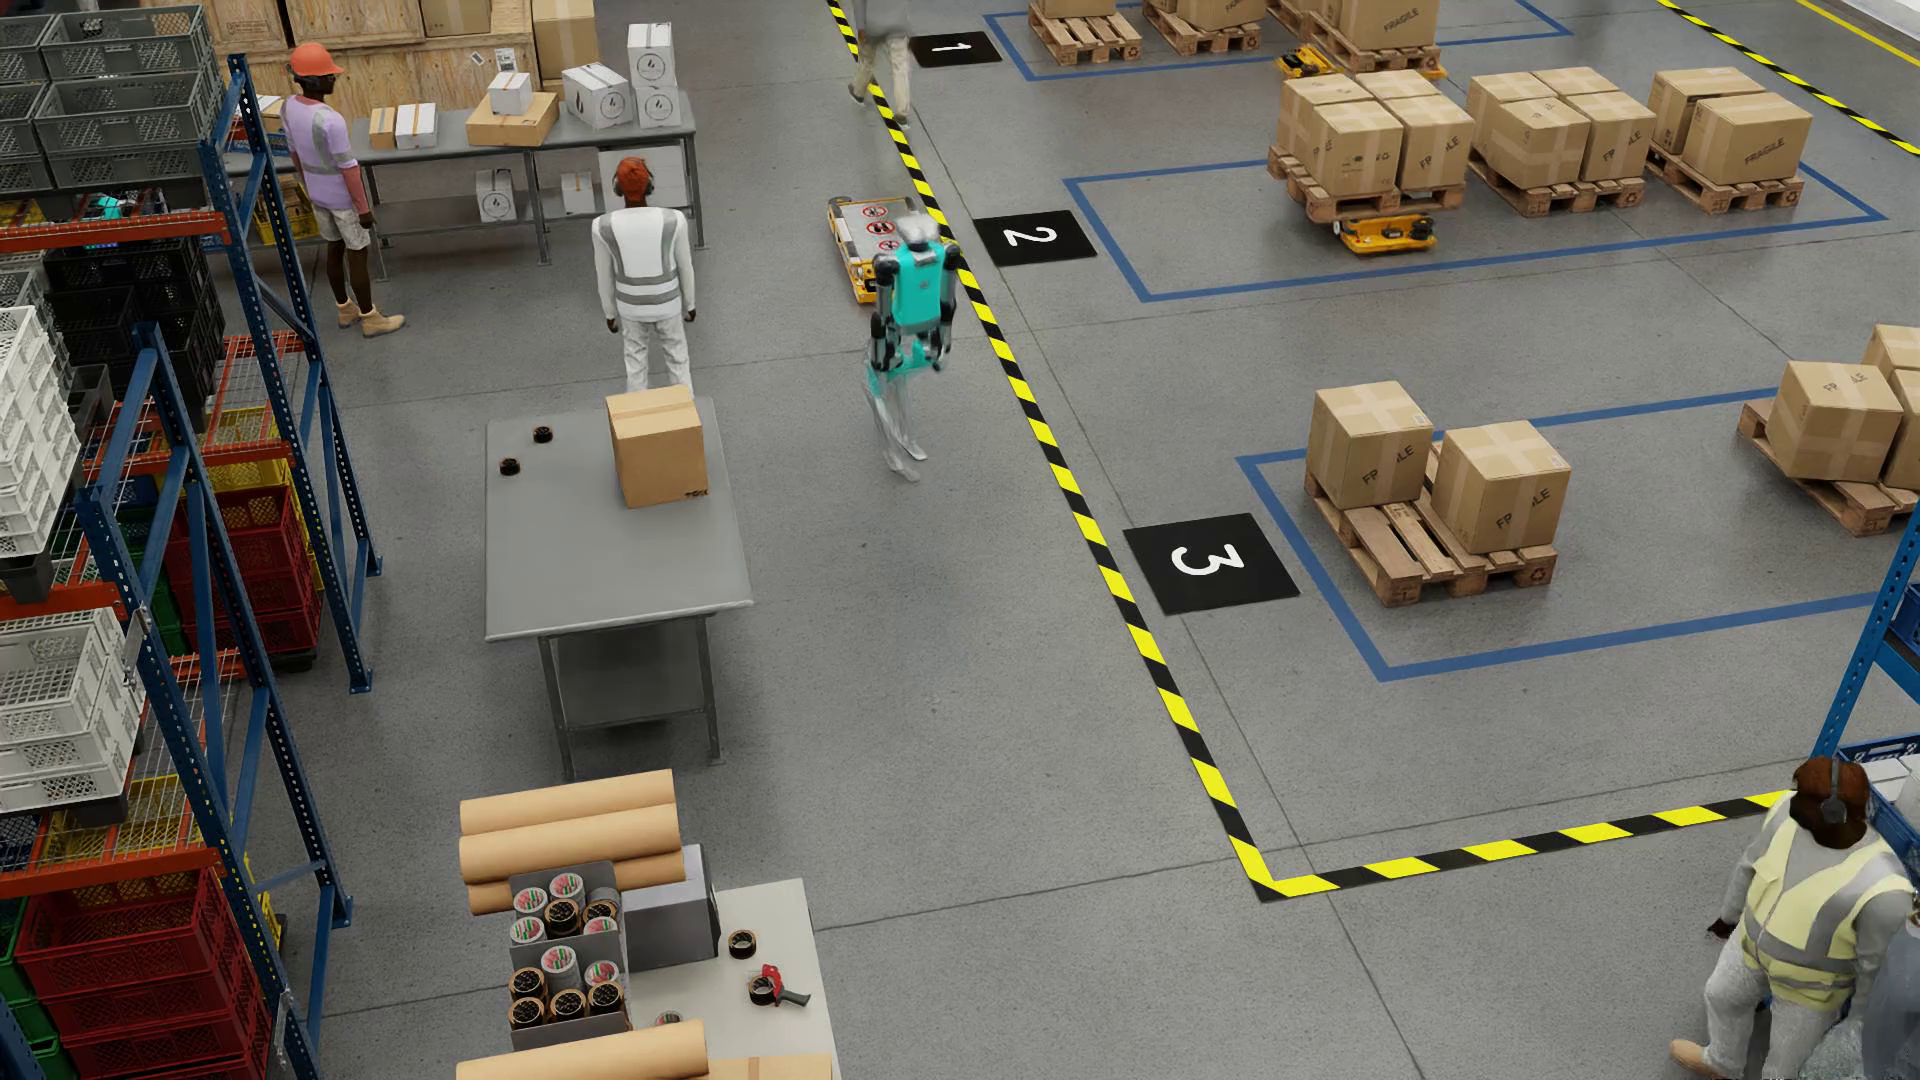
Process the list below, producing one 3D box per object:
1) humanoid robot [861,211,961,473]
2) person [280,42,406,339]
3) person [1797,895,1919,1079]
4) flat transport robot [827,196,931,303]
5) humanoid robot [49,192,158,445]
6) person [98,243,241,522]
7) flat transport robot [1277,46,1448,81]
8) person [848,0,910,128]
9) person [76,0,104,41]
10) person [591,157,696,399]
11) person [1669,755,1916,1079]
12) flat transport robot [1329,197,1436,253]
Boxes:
[{"bbox_3d":[-0.369,-1.242,9.889,0.534,1.687,0.736,-18,40,-22],"label":"humanoid robot"},{"bbox_3d":[-4.186,-2.343,11.220,0.613,2.038,0.383,24,43,29],"label":"person"},{"bbox_3d":[3.212,1.812,5.746,0.459,1.914,0.635,14,39,17],"label":"person"},{"bbox_3d":[-0.570,-2.220,12.538,0.659,0.231,1.431,-8,37,-10],"label":"flat transport robot"},{"bbox_3d":[-5.083,-1.312,10.000,0.530,1.694,0.737,-5,37,-6],"label":"humanoid robot"},{"bbox_3d":[-4.359,-0.804,9.236,0.399,1.938,0.603,-21,42,-26],"label":"person"},{"bbox_3d":[3.763,-4.466,15.533,1.431,0.197,0.652,-8,37,-10],"label":"flat transport robot"},{"bbox_3d":[-0.696,-4.504,14.389,0.574,1.719,0.925,-15,39,-19],"label":"person"},{"bbox_3d":[-8.623,-5.732,15.956,0.404,1.822,0.587,-11,38,-14],"label":"person"},{"bbox_3d":[-1.892,-1.416,10.118,0.572,1.876,0.366,-3,37,-4],"label":"person"},{"bbox_3d":[3.078,1.569,6.159,0.430,1.815,0.694,-12,38,-15],"label":"person"},{"bbox_3d":[3.153,-2.690,13.145,0.652,0.197,1.431,-8,37,-10],"label":"flat transport robot"}]
